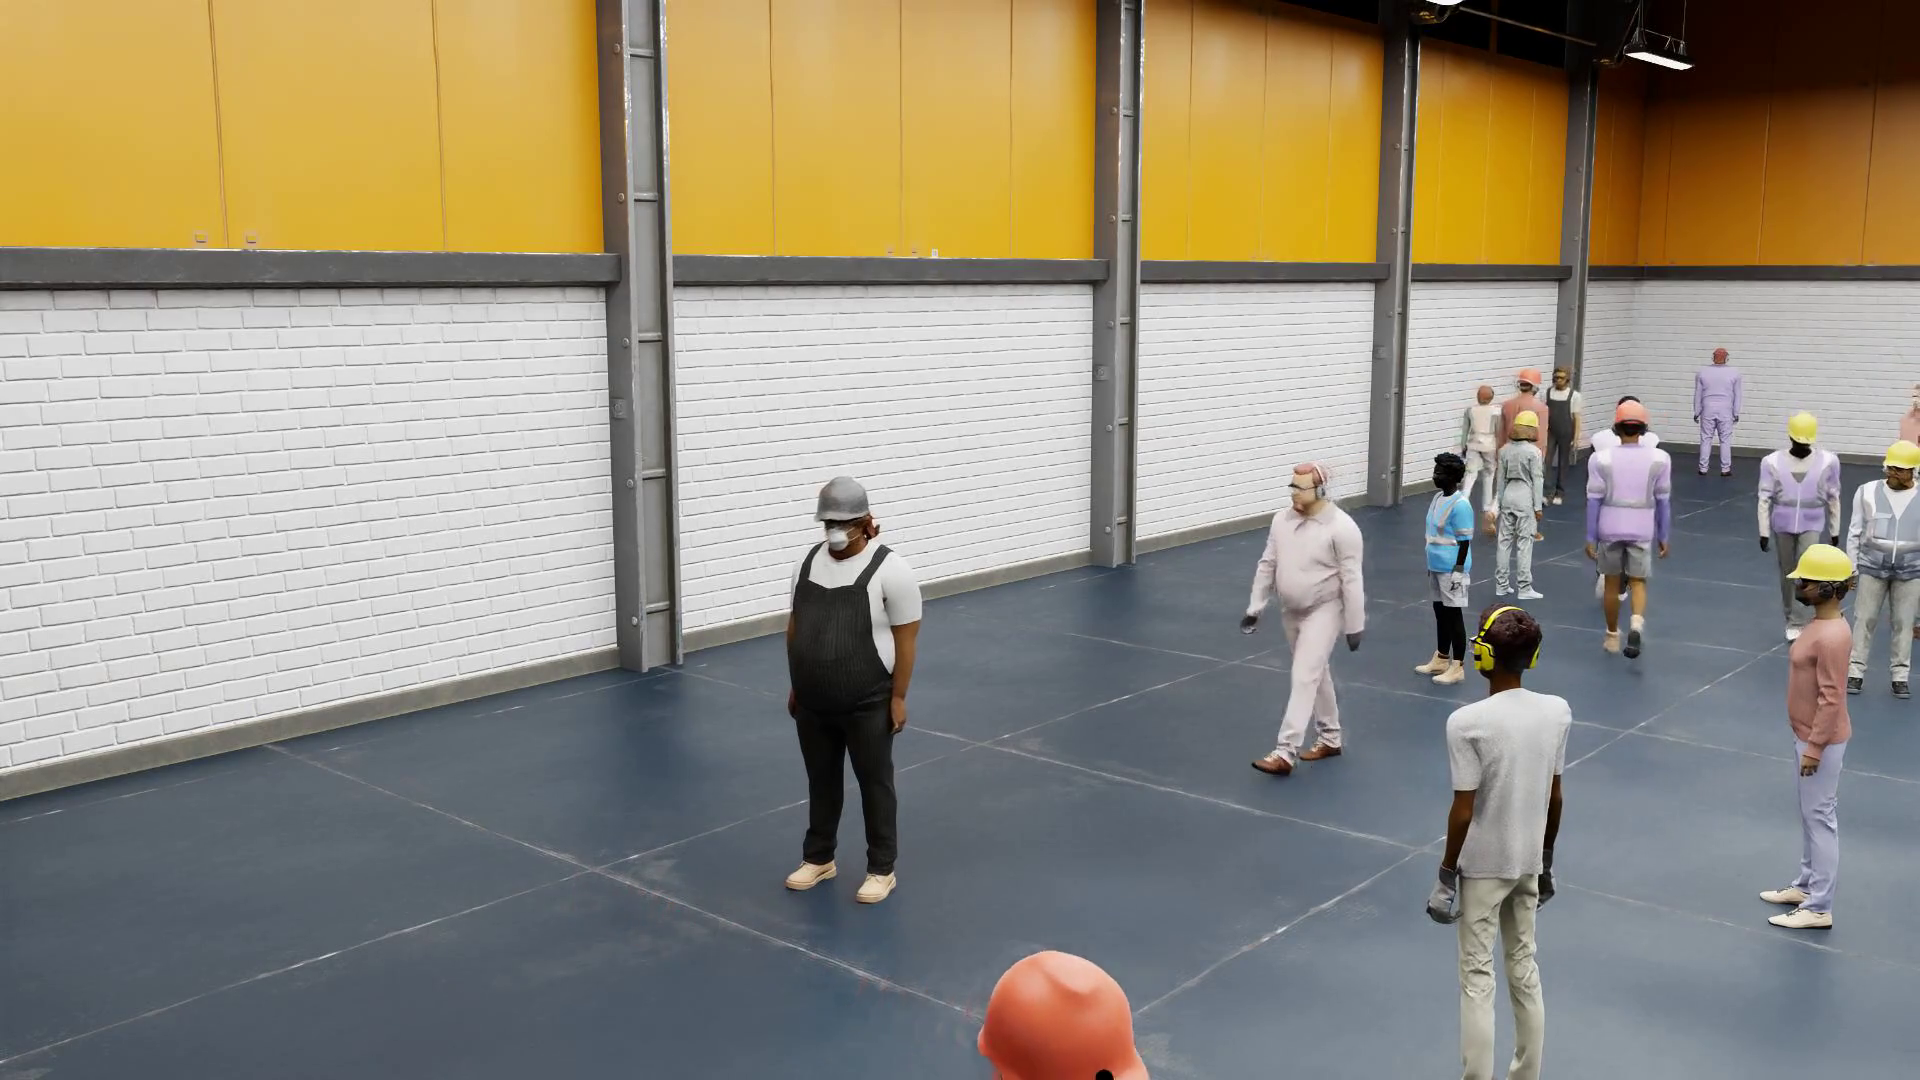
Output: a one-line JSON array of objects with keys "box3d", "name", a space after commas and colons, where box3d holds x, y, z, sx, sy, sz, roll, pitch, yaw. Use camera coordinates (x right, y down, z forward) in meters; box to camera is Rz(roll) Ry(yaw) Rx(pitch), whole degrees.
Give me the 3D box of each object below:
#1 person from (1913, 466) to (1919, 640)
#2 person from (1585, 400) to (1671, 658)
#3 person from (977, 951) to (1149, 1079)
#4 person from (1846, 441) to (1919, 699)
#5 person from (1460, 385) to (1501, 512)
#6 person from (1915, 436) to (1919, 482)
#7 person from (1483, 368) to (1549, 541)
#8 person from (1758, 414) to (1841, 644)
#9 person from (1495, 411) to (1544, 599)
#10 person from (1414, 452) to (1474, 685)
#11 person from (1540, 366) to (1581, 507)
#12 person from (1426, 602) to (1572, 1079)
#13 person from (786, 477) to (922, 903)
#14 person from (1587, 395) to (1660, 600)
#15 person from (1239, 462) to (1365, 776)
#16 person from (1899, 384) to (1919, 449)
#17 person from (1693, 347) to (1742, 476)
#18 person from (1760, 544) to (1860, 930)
[{"box3d": [7.869, 0.021, 13.534, 0.522, 1.614, 0.423, 4, 10, 21], "name": "person"}, {"box3d": [5.138, -0.064, 12.815, 0.626, 2.022, 0.708, 2, 9, 15], "name": "person"}, {"box3d": [0.082, 1.577, 2.879, 0.601, 1.916, 0.565, 8, 12, 40], "name": "person"}, {"box3d": [6.577, 0.206, 11.739, 0.587, 1.826, 0.404, 4, 10, 26], "name": "person"}, {"box3d": [6.494, -1.124, 20.772, 0.525, 1.617, 0.707, 5, 11, 31], "name": "person"}, {"box3d": [7.464, 0.078, 12.568, 0.632, 1.815, 0.453, -3, 9, -18], "name": "person"}, {"box3d": [6.187, -0.926, 18.445, 0.811, 1.968, 0.621, -7, 11, -36], "name": "person"}, {"box3d": [6.770, -0.088, 13.448, 0.604, 1.859, 0.923, 5, 11, 30], "name": "person"}, {"box3d": [5.184, -0.325, 15.358, 0.308, 1.736, 0.484, -6, 11, -33], "name": "person"}, {"box3d": [3.555, 0.203, 12.159, 0.317, 1.695, 0.540, -1, 9, -6], "name": "person"}, {"box3d": [7.631, -1.306, 21.278, 0.543, 1.806, 0.906, 5, 10, 28], "name": "person"}, {"box3d": [1.850, 1.137, 5.753, 0.510, 1.872, 0.328, -4, 10, -24], "name": "person"}, {"box3d": [-0.563, 0.705, 7.928, 0.688, 2.000, 0.539, 5, 10, 26], "name": "person"}, {"box3d": [5.997, -0.359, 15.075, 0.597, 1.897, 0.667, 4, 10, 23], "name": "person"}, {"box3d": [2.014, 0.469, 9.975, 0.948, 1.864, 0.662, -5, 10, -29], "name": "person"}, {"box3d": [9.909, -0.685, 17.230, 0.990, 1.853, 0.692, -3, 10, -20], "name": "person"}, {"box3d": [11.247, -1.900, 24.707, 0.641, 1.910, 0.401, 5, 10, 29], "name": "person"}, {"box3d": [3.898, 0.894, 7.608, 0.309, 1.769, 0.523, 3, 10, 21], "name": "person"}]
